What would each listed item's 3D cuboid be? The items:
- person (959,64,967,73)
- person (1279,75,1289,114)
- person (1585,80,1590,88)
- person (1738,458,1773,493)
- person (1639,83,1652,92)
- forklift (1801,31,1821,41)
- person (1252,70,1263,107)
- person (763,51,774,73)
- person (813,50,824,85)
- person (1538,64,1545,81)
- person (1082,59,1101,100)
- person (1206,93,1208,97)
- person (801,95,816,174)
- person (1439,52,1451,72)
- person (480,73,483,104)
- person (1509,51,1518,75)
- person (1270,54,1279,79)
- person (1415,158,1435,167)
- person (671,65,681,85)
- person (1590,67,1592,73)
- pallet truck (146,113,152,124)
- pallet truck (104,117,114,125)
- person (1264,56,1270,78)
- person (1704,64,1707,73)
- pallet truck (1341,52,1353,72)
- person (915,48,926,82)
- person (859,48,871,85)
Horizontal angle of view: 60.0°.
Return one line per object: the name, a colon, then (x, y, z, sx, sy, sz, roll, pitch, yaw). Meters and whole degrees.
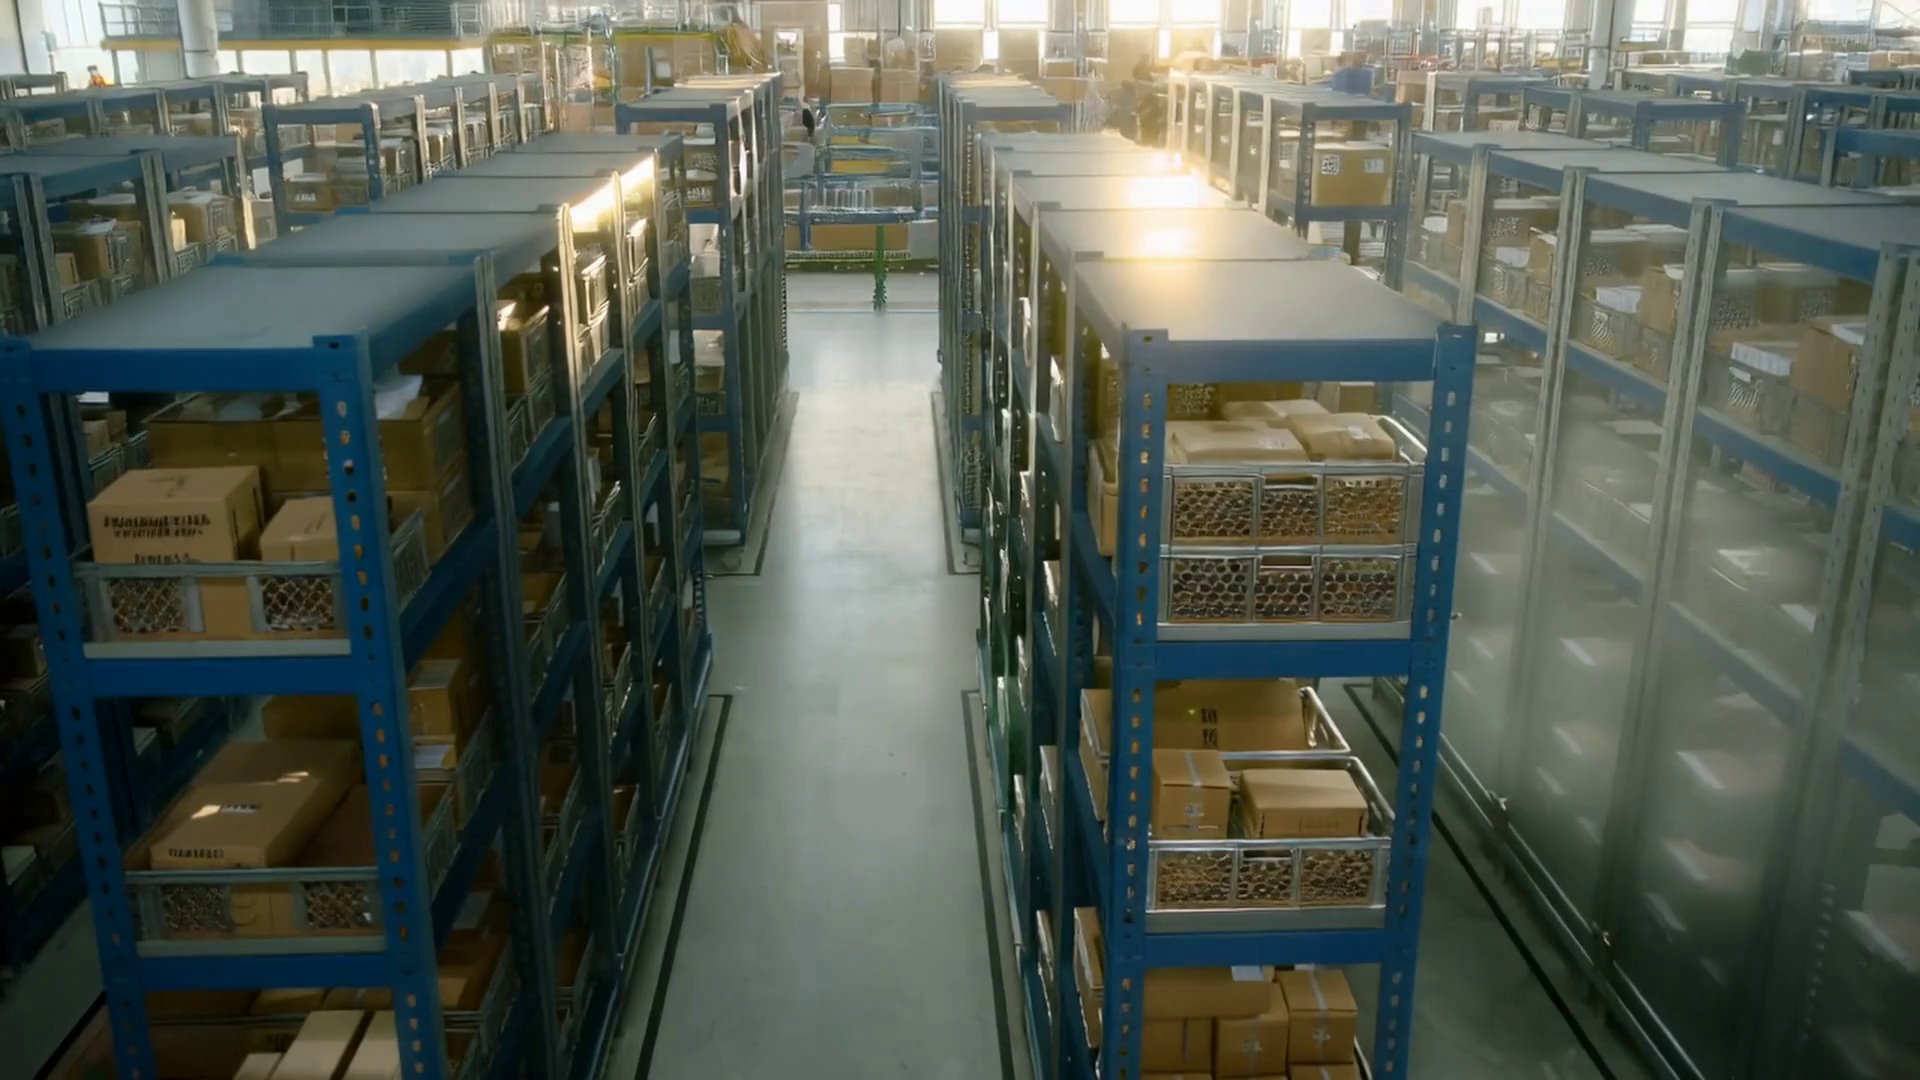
person: (0.101, -20.179, 73.611, 0.486, 1.707, 0.893, 15, 23, 38)
person: (11.277, -15.297, 58.221, 0.581, 1.866, 0.808, 3, 18, 8)
person: (20.389, -13.945, 53.961, 0.580, 1.915, 0.472, -8, 19, -22)
person: (6.100, -0.653, 12.702, 0.375, 1.995, 0.609, 12, 21, 33)
person: (26.619, -17.353, 64.577, 0.605, 1.872, 0.491, -7, 19, -20)
forklift: (45.917, -26.108, 90.055, 1.129, 2.768, 1.873, -1, 18, -2)
person: (11.094, -16.584, 62.127, 0.981, 1.923, 0.617, 3, 18, 9)
person: (-9.865, -24.209, 85.704, 0.542, 1.929, 0.369, 3, 18, 9)
person: (-7.671, -25.702, 90.484, 0.623, 1.835, 0.431, -11, 21, -31)
person: (24.105, -18.831, 69.179, 0.510, 1.860, 0.334, -17, 24, -42)
person: (5.955, -20.749, 75.097, 0.992, 1.877, 0.600, 2, 18, 8)
person: (9.254, -16.156, 61.081, 0.682, 1.744, 0.541, 1, 18, 3)
person: (-3.874, -10.515, 43.166, 0.579, 2.025, 0.653, 2, 18, 7)
person: (24.595, -23.774, 84.372, 0.648, 1.915, 0.417, 14, 22, 36)
person: (-17.341, -15.997, 60.425, 0.519, 1.843, 0.331, -15, 23, -39)
person: (28.859, -24.528, 86.799, 1.000, 1.863, 0.592, -12, 22, -33)
person: (15.800, -23.564, 83.850, 0.429, 1.842, 0.626, -3, 18, -10)
person: (10.079, -8.033, 35.823, 0.567, 1.817, 0.611, 8, 20, 25)
person: (-11.321, -17.975, 66.445, 0.445, 1.911, 0.616, 1, 18, 2)
person: (30.313, -22.210, 79.336, 0.537, 2.000, 0.678, 10, 20, 28)
pallet truck: (-18.087, -8.309, 36.390, 1.885, 1.965, 0.823, -1, 18, -4)
pallet truck: (-18.367, -7.885, 35.078, 1.885, 1.965, 0.823, 1, 18, 2)
person: (14.693, -22.290, 79.894, 0.512, 1.842, 0.546, 15, 23, 39)
person: (30.479, -18.559, 68.296, 0.370, 1.897, 0.754, 4, 18, 13)
pallet truck: (18.794, -23.123, 82.231, 0.823, 1.965, 1.885, -13, 22, -35)
person: (-2.209, -25.621, 90.064, 0.460, 1.938, 0.626, 17, 24, 42)
person: (-5.154, -25.607, 89.973, 0.653, 1.956, 0.872, 2, 18, 5)
